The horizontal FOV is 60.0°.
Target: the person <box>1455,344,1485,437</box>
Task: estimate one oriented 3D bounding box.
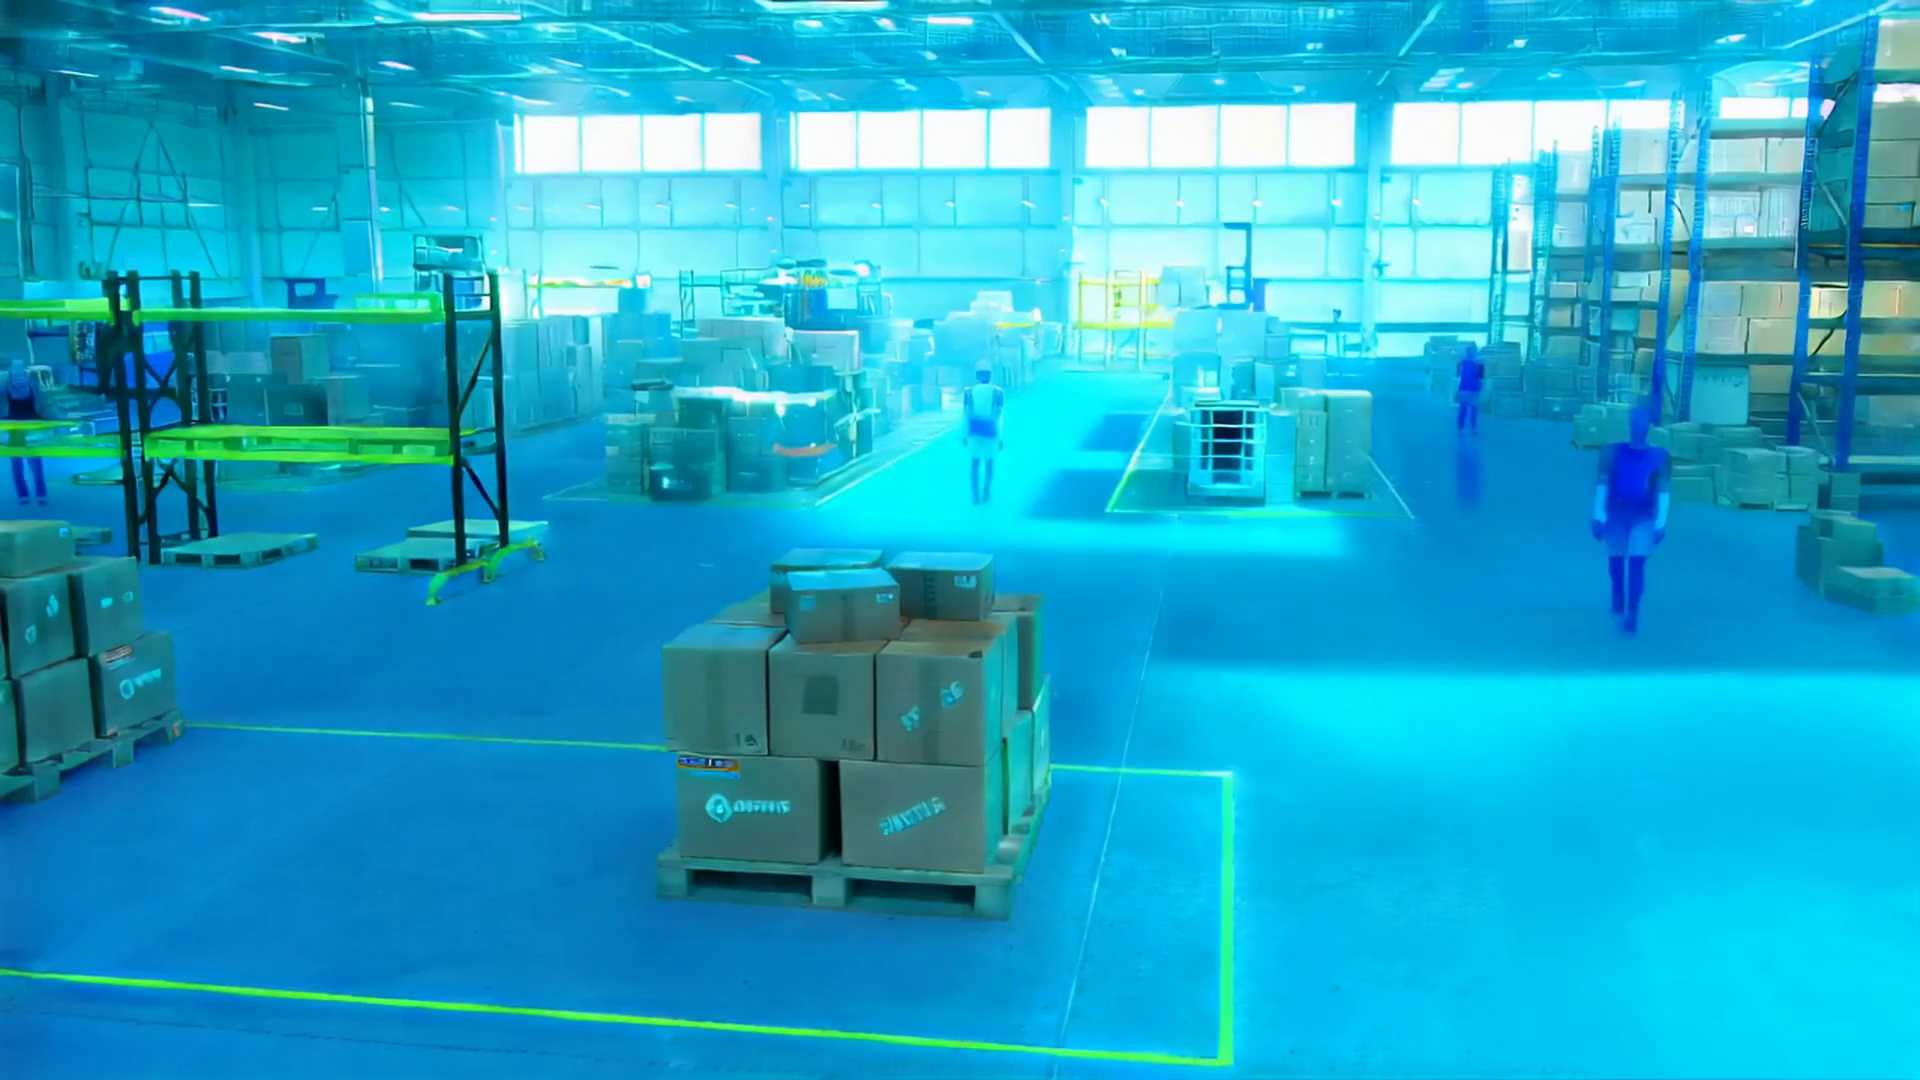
[{"bbox_3d":[9.322,-2.733,30.400,0.535,1.700,0.318,5,11,30],"label":"person"}]

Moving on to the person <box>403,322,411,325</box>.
[{"bbox_3d":[-14.351,-4.888,43.095,0.643,1.904,0.959,5,10,26],"label":"person"}]

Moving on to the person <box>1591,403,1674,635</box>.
[{"bbox_3d":[5.731,-0.215,14.179,0.601,1.936,0.960,5,10,27],"label":"person"}]

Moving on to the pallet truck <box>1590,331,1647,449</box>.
[{"bbox_3d":[11.253,-2.573,28.499,0.823,1.965,1.885,5,10,27],"label":"pallet truck"}]

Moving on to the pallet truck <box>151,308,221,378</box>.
[{"bbox_3d":[-21.869,-5.598,47.154,0.823,1.965,1.885,4,10,26],"label":"pallet truck"}]

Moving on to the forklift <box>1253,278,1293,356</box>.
[{"bbox_3d":[8.163,-5.755,45.406,1.873,2.768,1.129,1,9,9],"label":"forklift"}]

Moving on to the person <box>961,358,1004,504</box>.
[{"bbox_3d":[0.289,-1.382,21.412,0.549,1.919,0.717,1,9,5],"label":"person"}]

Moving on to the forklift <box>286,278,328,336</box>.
[{"bbox_3d":[-16.614,-5.274,42.444,1.873,2.768,1.129,7,12,37],"label":"forklift"}]

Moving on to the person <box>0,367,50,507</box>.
[{"bbox_3d":[-11.969,-1.304,21.272,0.516,1.798,0.939,-7,12,-37],"label":"person"}]

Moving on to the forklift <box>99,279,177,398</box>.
[{"bbox_3d":[-19.606,-4.720,39.027,1.873,2.768,1.129,1,9,9],"label":"forklift"}]

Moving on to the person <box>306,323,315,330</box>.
[{"bbox_3d":[-17.323,-4.976,44.432,0.524,1.635,0.308,5,10,26],"label":"person"}]
